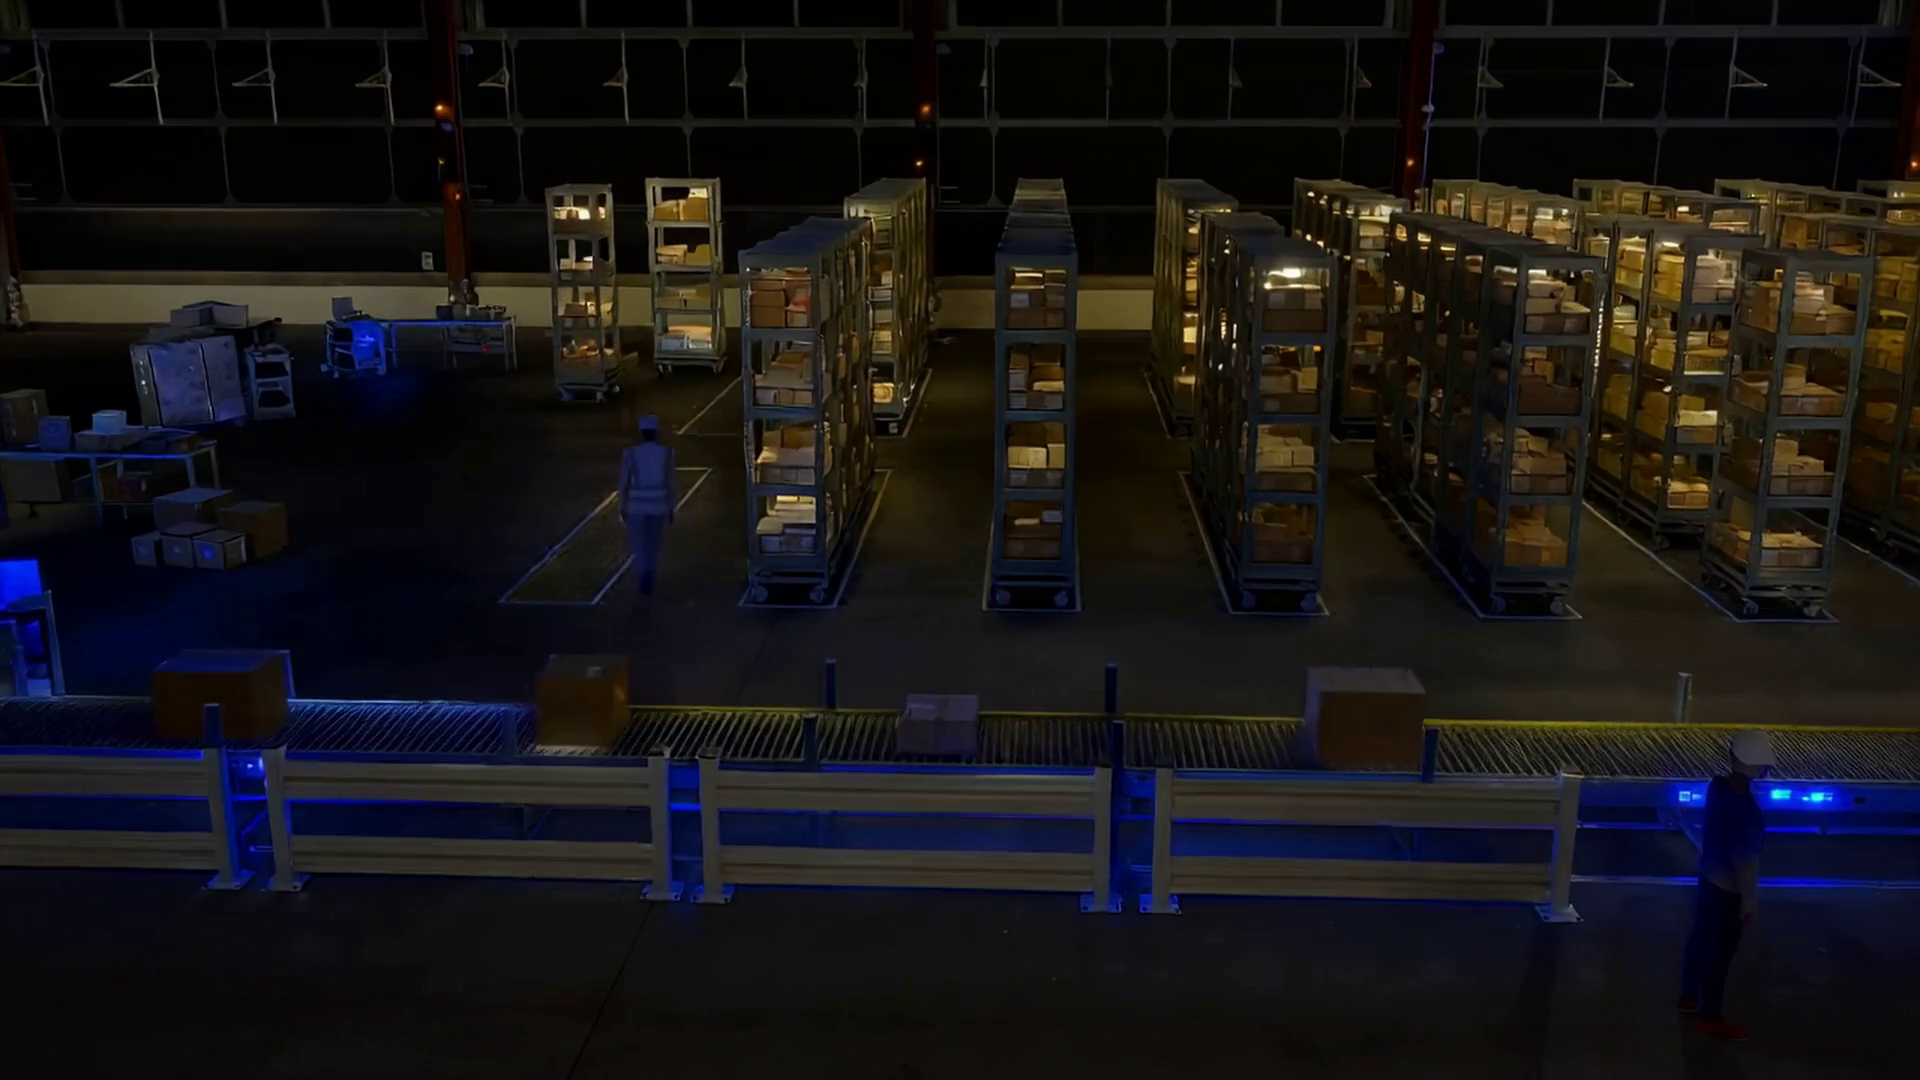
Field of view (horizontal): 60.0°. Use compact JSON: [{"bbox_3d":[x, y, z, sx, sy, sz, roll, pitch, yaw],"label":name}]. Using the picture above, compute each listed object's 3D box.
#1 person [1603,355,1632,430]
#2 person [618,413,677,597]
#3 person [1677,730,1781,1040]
[{"bbox_3d":[9.954,-2.468,25.226,0.594,1.832,0.403,-2,15,-8],"label":"person"},{"bbox_3d":[-3.204,-0.336,17.168,0.618,1.911,0.658,-5,16,-18],"label":"person"},{"bbox_3d":[4.276,1.881,9.211,0.328,1.767,0.531,0,15,1],"label":"person"}]
